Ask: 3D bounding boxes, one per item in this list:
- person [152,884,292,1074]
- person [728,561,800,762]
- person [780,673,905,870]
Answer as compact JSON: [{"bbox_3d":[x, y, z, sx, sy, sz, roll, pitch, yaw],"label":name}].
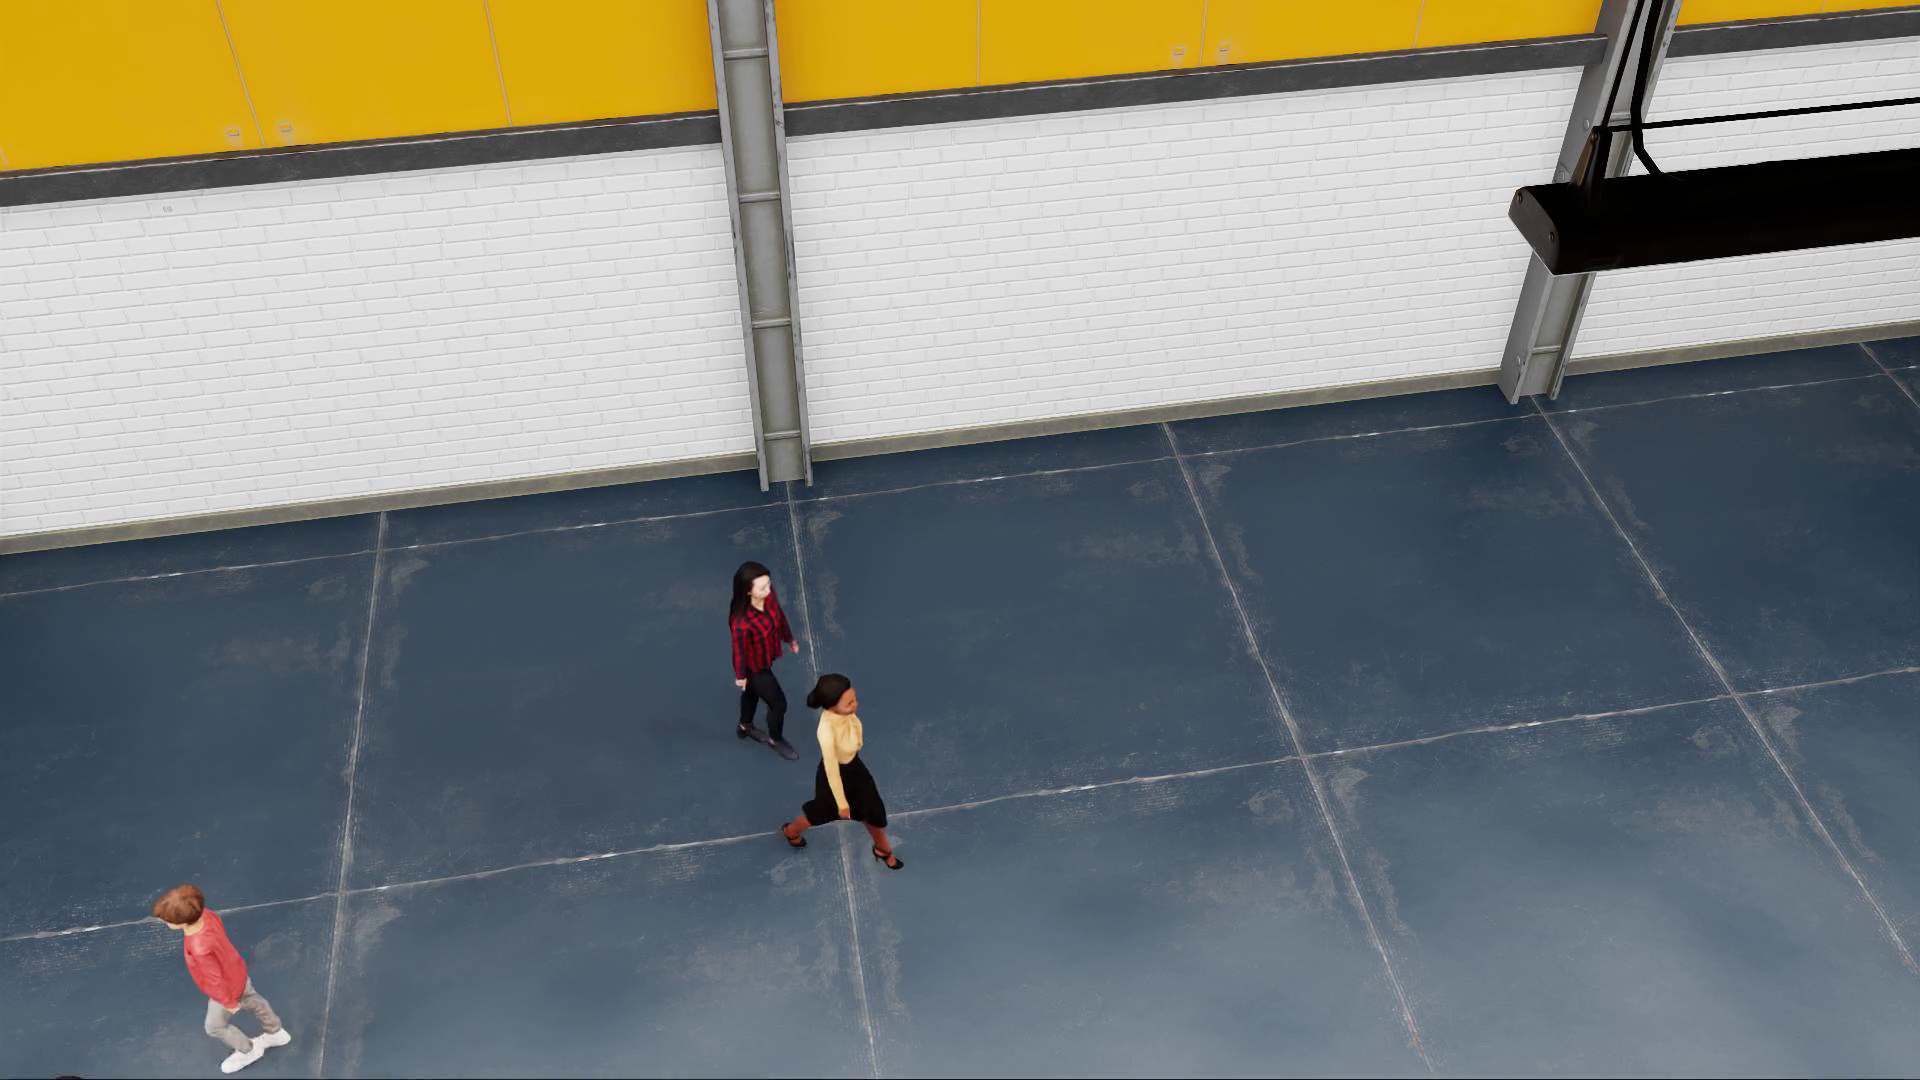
[{"bbox_3d":[-3.799,2.282,8.745,0.610,1.405,0.577,-12,45,-12],"label":"person"},{"bbox_3d":[-1.337,0.711,10.225,0.806,1.639,0.732,11,45,11],"label":"person"},{"bbox_3d":[-0.770,1.354,9.565,1.097,1.617,0.883,12,45,12],"label":"person"}]
